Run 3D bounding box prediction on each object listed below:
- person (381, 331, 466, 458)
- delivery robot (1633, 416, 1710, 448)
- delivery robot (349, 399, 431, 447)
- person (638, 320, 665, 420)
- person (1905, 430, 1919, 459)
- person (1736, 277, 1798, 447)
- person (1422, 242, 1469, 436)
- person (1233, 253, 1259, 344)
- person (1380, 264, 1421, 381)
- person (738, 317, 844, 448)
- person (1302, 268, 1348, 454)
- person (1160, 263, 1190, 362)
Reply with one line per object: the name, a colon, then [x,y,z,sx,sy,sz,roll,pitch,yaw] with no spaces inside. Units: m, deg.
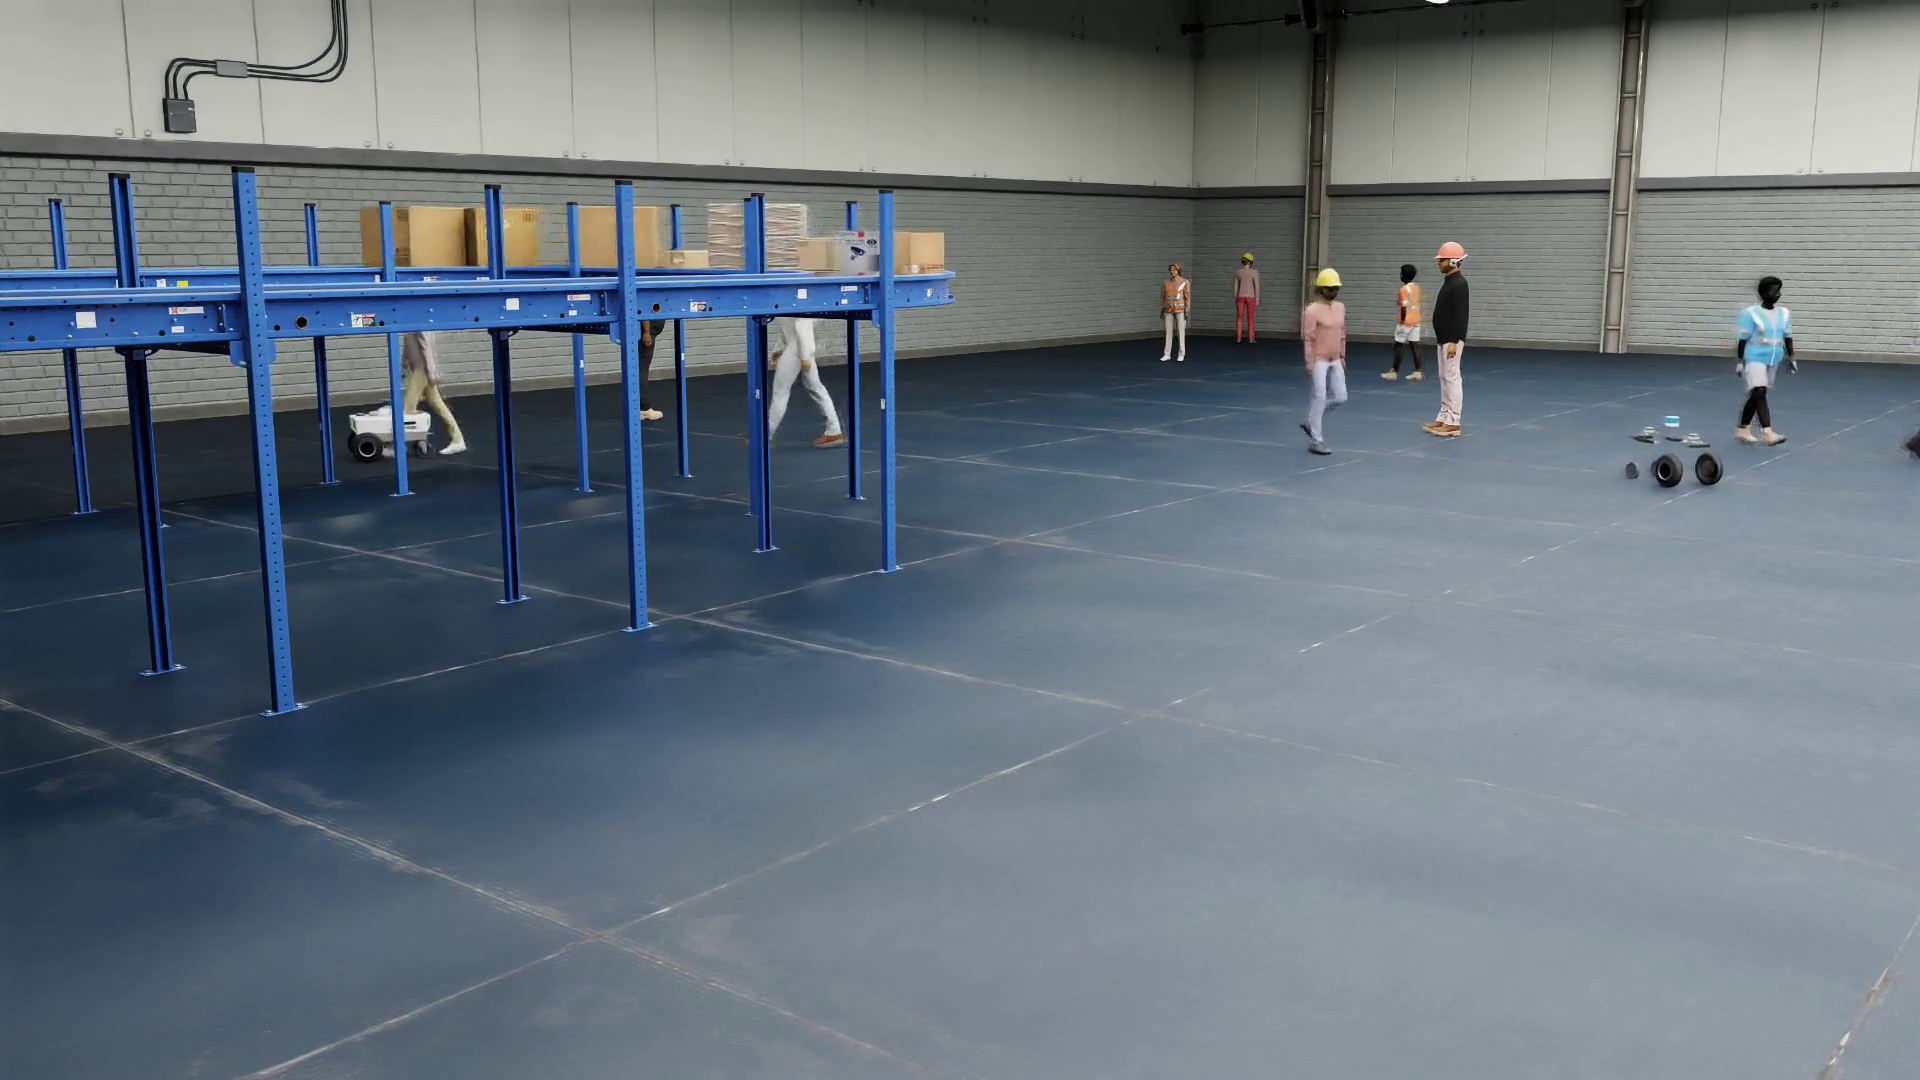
person: [-5.076,-1.570,15.559,0.885,1.582,0.523,-5,11,-25]
delivery robot: [5.982,-0.924,13.972,0.335,0.223,0.698,-3,11,-18]
delivery robot: [-5.310,-1.070,15.505,0.707,0.478,0.477,-5,11,-24]
person: [-3.625,-2.392,18.970,0.535,2.000,0.686,-6,12,-29]
person: [9.073,-1.598,14.888,0.541,1.908,0.965,-9,13,-40]
person: [7.903,-1.736,16.260,0.550,1.646,0.861,-2,11,-14]
person: [5.097,-2.100,17.358,0.380,1.994,0.618,0,10,3]
person: [5.602,-4.718,32.528,0.523,1.760,0.328,5,12,27]
person: [6.437,-3.142,24.043,0.449,1.691,0.563,8,13,39]
person: [-1.607,-1.819,16.110,1.028,1.889,0.630,-1,10,-4]
person: [3.452,-1.703,15.835,0.540,1.750,0.425,-7,12,-34]
person: [3.588,-3.802,27.779,0.522,1.638,0.310,6,12,30]
